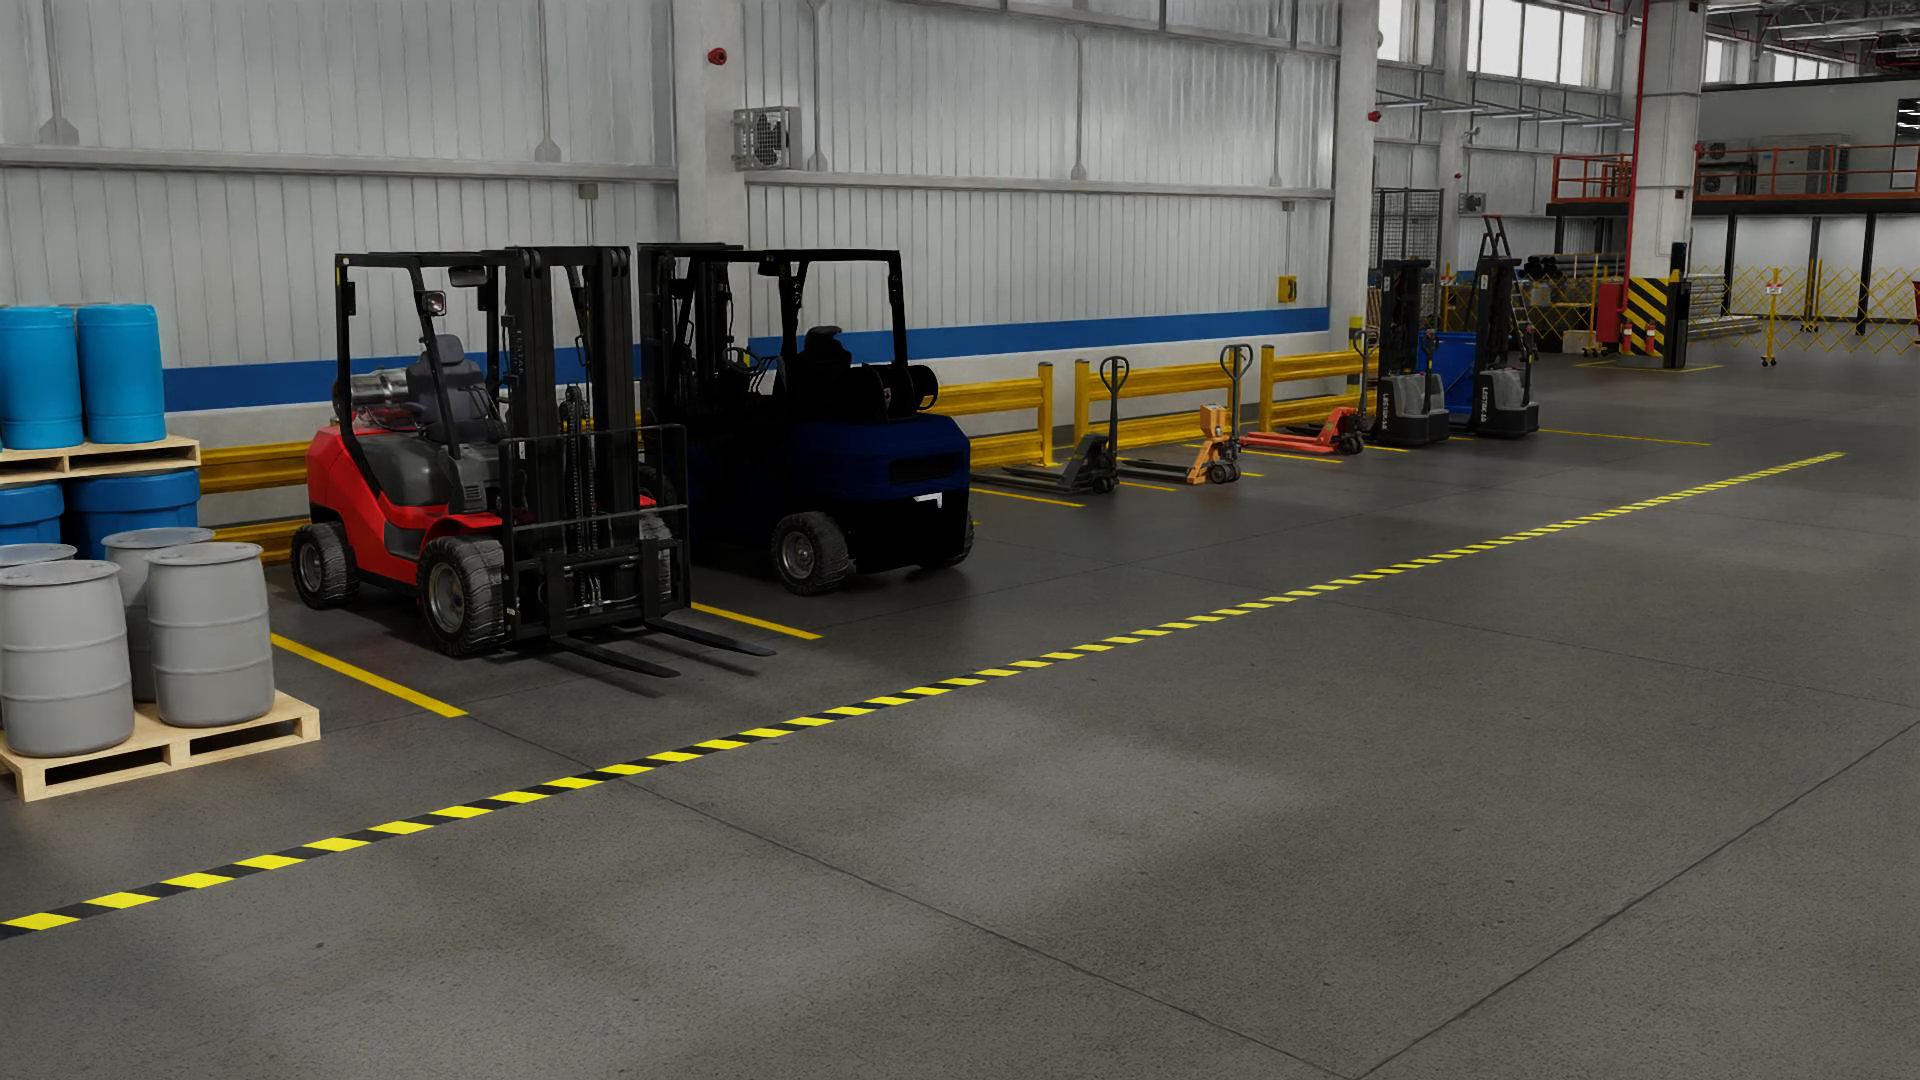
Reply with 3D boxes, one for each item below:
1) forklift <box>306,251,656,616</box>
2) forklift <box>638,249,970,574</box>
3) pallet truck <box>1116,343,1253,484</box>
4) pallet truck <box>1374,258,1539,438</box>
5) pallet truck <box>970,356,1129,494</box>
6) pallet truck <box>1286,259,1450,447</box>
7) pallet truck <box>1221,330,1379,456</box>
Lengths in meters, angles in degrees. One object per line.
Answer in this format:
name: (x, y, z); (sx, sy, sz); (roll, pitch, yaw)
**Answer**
forklift: (-2.833, -0.669, 9.694); (1.157, 1.987, 2.680); (-10, 14, -44)
forklift: (-1.173, -0.958, 11.239); (2.680, 1.987, 1.157); (10, 14, 43)
pallet truck: (1.962, -1.215, 15.415); (1.522, 1.261, 0.704); (10, 14, 43)
pallet truck: (5.704, -2.208, 18.901); (1.885, 1.965, 0.823); (10, 14, 43)
pallet truck: (0.784, -1.085, 14.876); (0.680, 1.201, 1.601); (-10, 14, -44)
pallet truck: (4.493, -2.078, 18.196); (0.823, 1.965, 1.885); (-9, 14, -40)
pallet truck: (3.563, -1.581, 17.381); (0.653, 1.274, 1.630); (-10, 14, -44)
